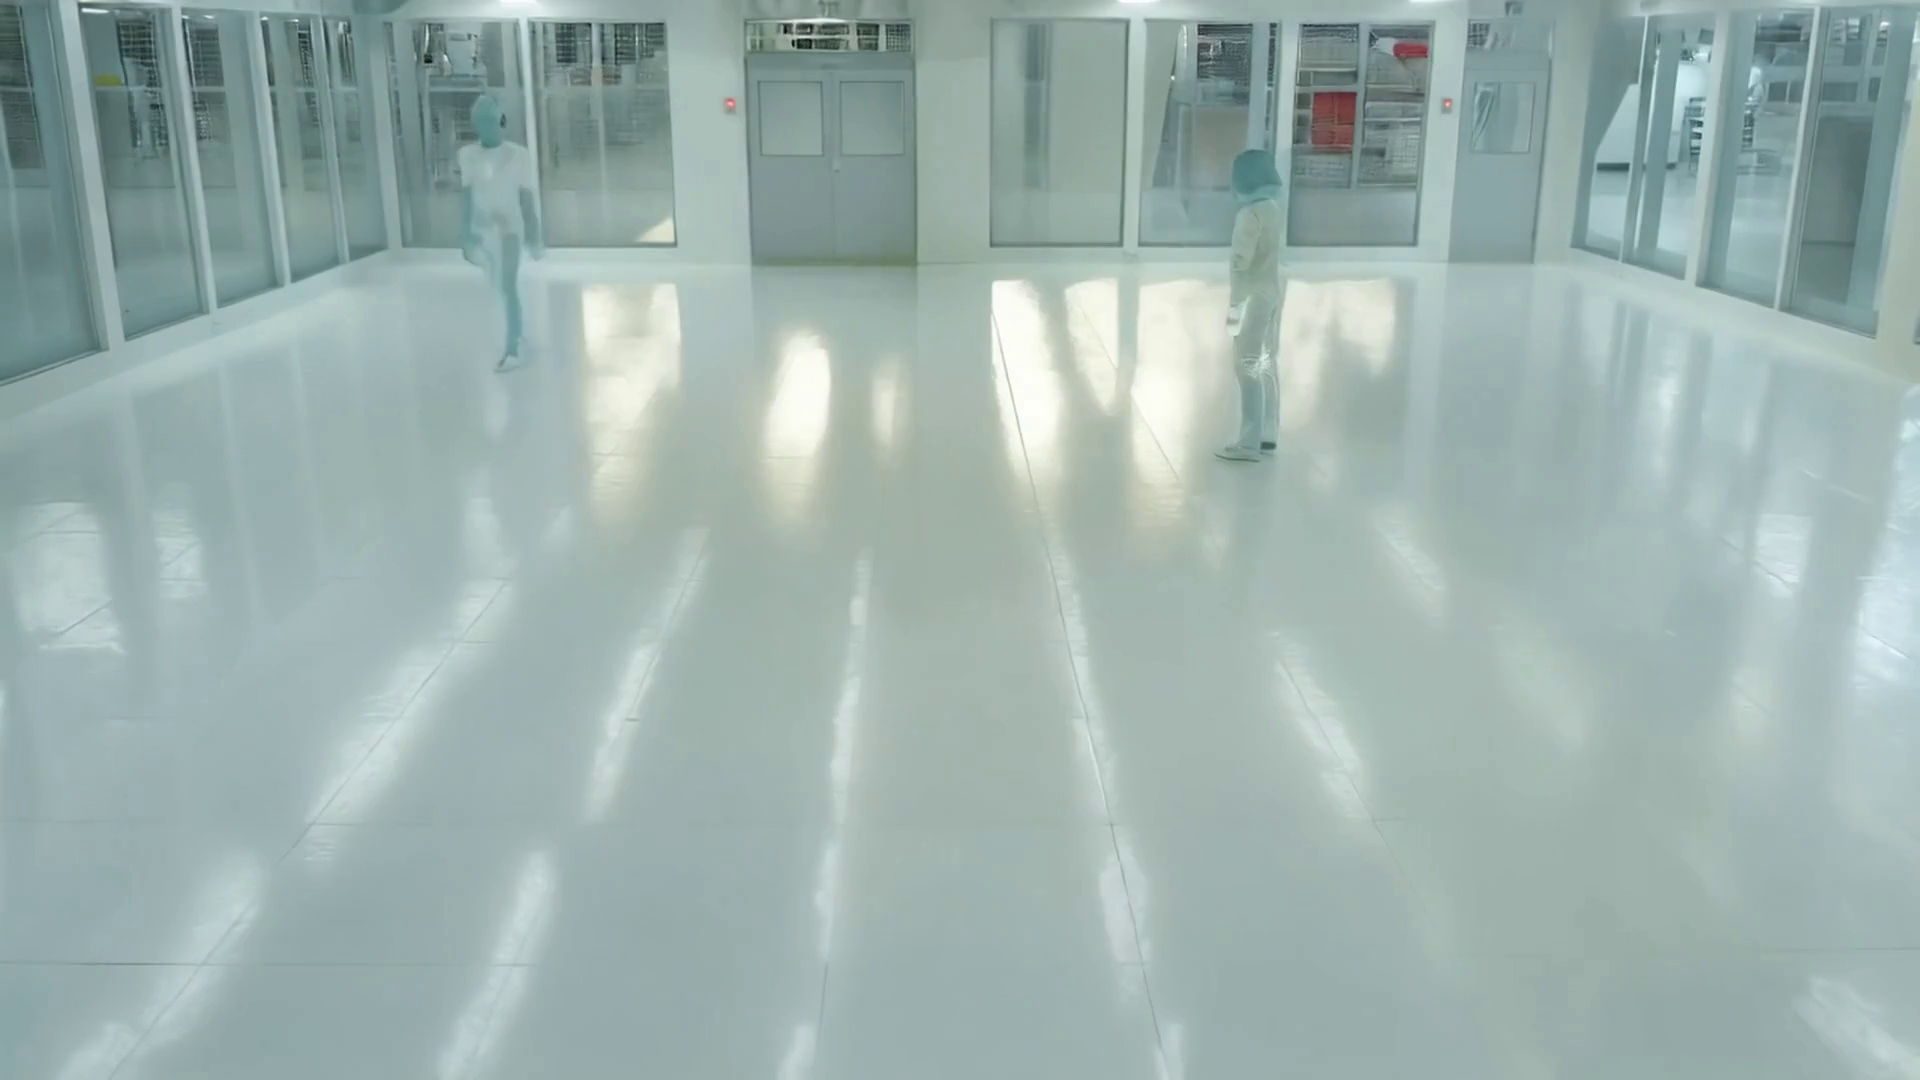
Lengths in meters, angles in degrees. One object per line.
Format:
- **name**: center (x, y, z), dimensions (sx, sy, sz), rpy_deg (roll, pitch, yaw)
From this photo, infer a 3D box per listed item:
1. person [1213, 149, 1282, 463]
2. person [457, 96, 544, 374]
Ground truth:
- **person**: center (1.538, -1.222, 8.757), dimensions (0.279, 1.624, 0.494), rpy_deg (8, 18, 26)
- **person**: center (-3.119, -2.102, 11.384), dimensions (0.521, 1.843, 0.787), rpy_deg (2, 16, 5)
